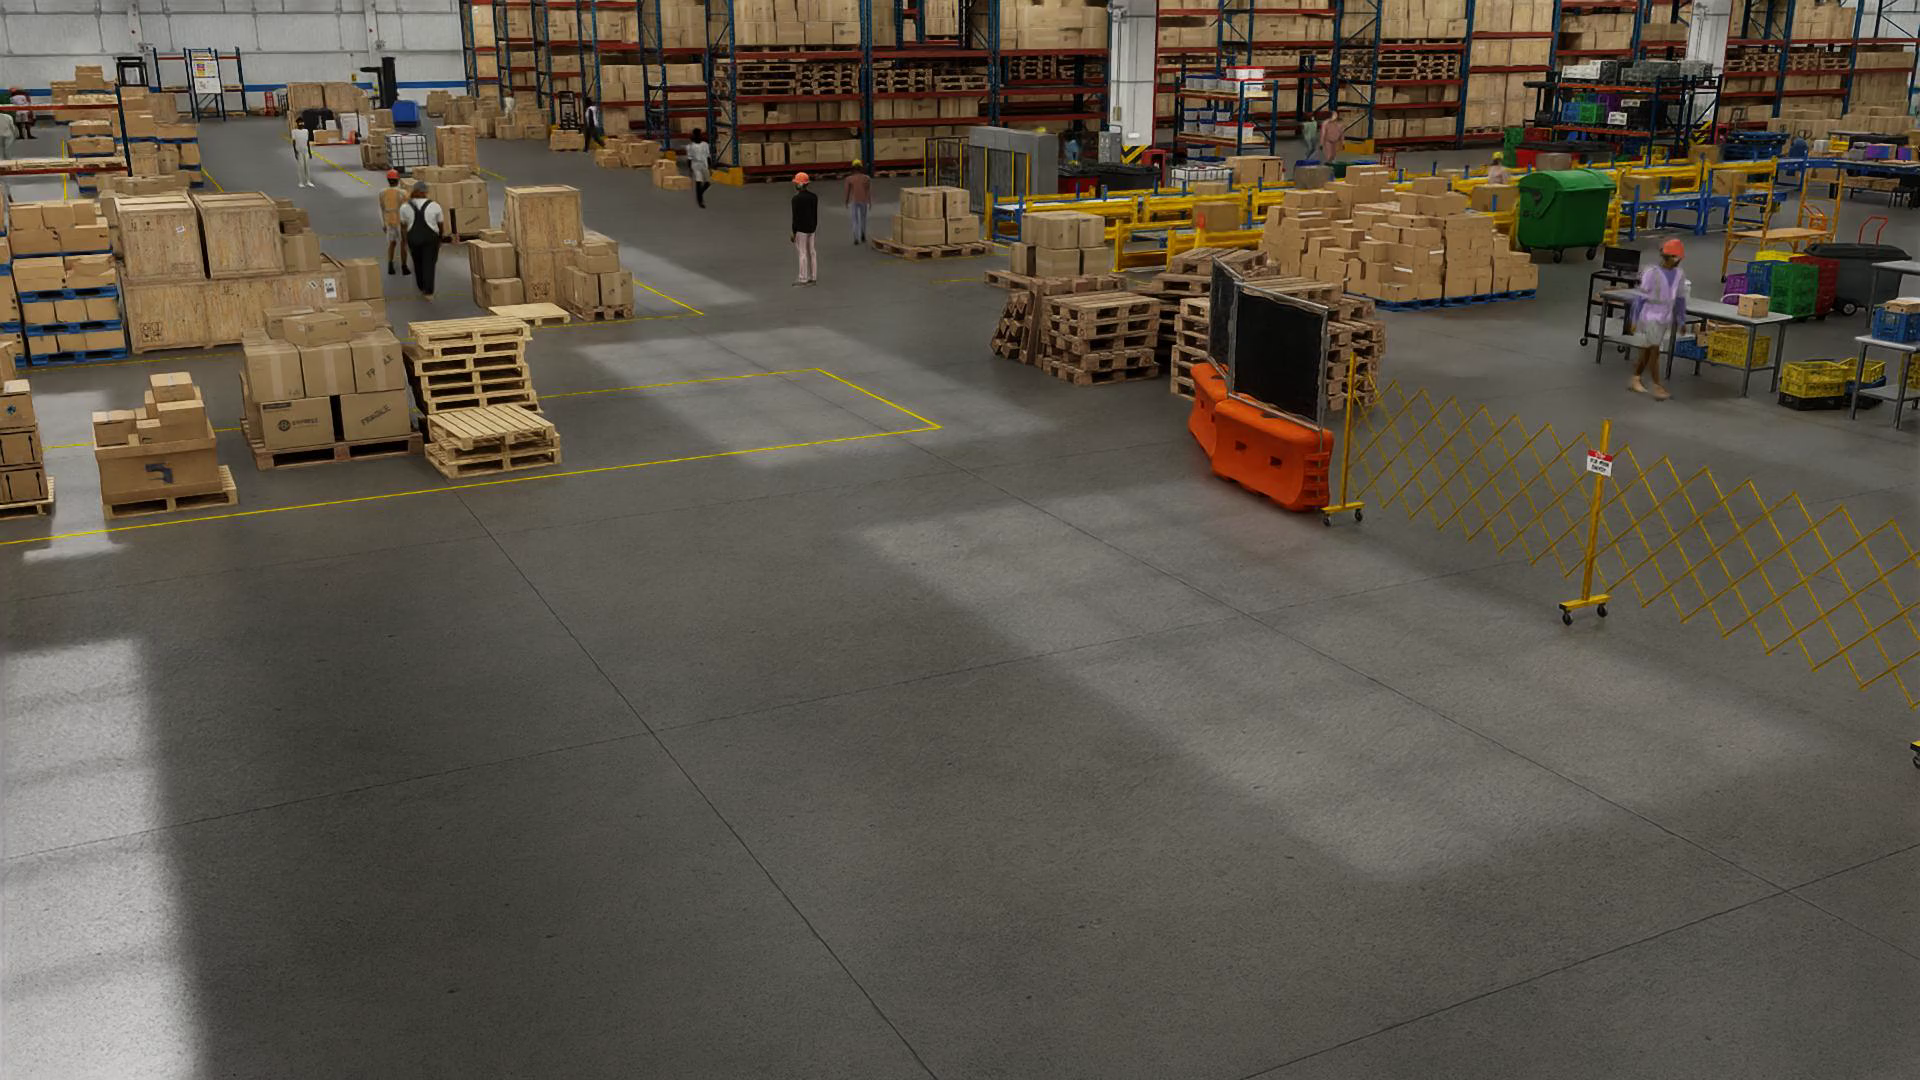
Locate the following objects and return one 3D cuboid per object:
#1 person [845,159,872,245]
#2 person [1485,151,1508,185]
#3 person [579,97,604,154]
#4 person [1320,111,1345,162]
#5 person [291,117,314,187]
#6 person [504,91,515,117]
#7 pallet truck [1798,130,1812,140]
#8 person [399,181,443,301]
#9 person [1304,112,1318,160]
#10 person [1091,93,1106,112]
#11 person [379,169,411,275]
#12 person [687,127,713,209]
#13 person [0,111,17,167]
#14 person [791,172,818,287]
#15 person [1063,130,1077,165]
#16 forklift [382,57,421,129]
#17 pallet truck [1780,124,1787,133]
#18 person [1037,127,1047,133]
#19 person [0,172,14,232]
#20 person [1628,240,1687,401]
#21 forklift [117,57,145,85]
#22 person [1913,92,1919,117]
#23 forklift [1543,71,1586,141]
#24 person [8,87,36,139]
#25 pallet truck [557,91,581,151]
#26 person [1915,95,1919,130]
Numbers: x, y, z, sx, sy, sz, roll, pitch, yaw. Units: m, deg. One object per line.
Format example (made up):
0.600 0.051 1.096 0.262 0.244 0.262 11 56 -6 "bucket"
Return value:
-2.127 -7.074 34.768 0.546 1.715 0.939 -2 18 -5 "person"
11.690 -7.612 36.380 0.418 1.749 0.536 -7 19 -20 "person"
-12.311 -13.881 55.726 0.915 1.888 0.602 -6 19 -19 "person"
10.828 -11.449 48.147 0.668 1.864 0.931 -4 18 -13 "person"
-18.025 -10.634 45.613 0.331 1.874 0.519 14 22 37 "person"
-17.702 -16.840 65.387 0.523 1.606 0.808 8 19 23 "person"
25.526 -11.556 49.408 1.630 1.274 0.653 -9 20 -26 "pallet truck"
-9.031 -5.075 28.009 0.677 2.000 1.071 -3 18 -8 "person"
10.941 -12.516 51.884 0.518 1.617 0.366 -8 19 -23 "person"
5.613 -17.474 67.066 0.607 1.799 0.589 -2 18 -7 "person"
-10.333 -5.827 30.554 0.558 1.927 0.381 2 18 7 "person"
-6.381 -9.111 40.728 0.638 1.952 0.554 -12 21 -33 "person"
-29.263 -12.364 50.969 0.633 1.887 1.003 -5 19 -16 "person"
-2.747 -5.455 29.271 0.385 1.994 0.611 13 22 35 "person"
3.023 -10.146 44.478 0.642 1.637 0.566 -11 21 -31 "person"
-22.968 -18.093 67.240 1.873 2.768 1.129 -2 18 -6 "forklift"
25.206 -12.542 52.601 1.601 1.201 0.680 0 18 -2 "pallet truck"
2.068 -9.831 43.254 0.932 1.792 0.623 -11 21 -30 "person"
-18.505 -6.282 32.098 0.521 1.846 0.662 -12 21 -33 "person"
8.818 -2.746 20.812 0.628 1.993 0.985 -7 19 -21 "person"
-33.534 -18.200 67.575 1.129 2.768 1.873 -9 20 -26 "forklift"
39.430 -17.852 68.332 0.540 1.732 0.687 -6 19 -17 "person"
18.685 -13.231 52.085 1.873 2.768 1.129 -9 20 -26 "forklift"
-35.012 -15.918 62.070 0.705 1.896 0.355 -14 22 -37 "person"
-13.495 -14.412 57.188 0.823 1.965 1.885 -3 18 -9 "pallet truck"
36.983 -16.482 63.721 0.616 1.945 0.404 0 18 -1 "person"
